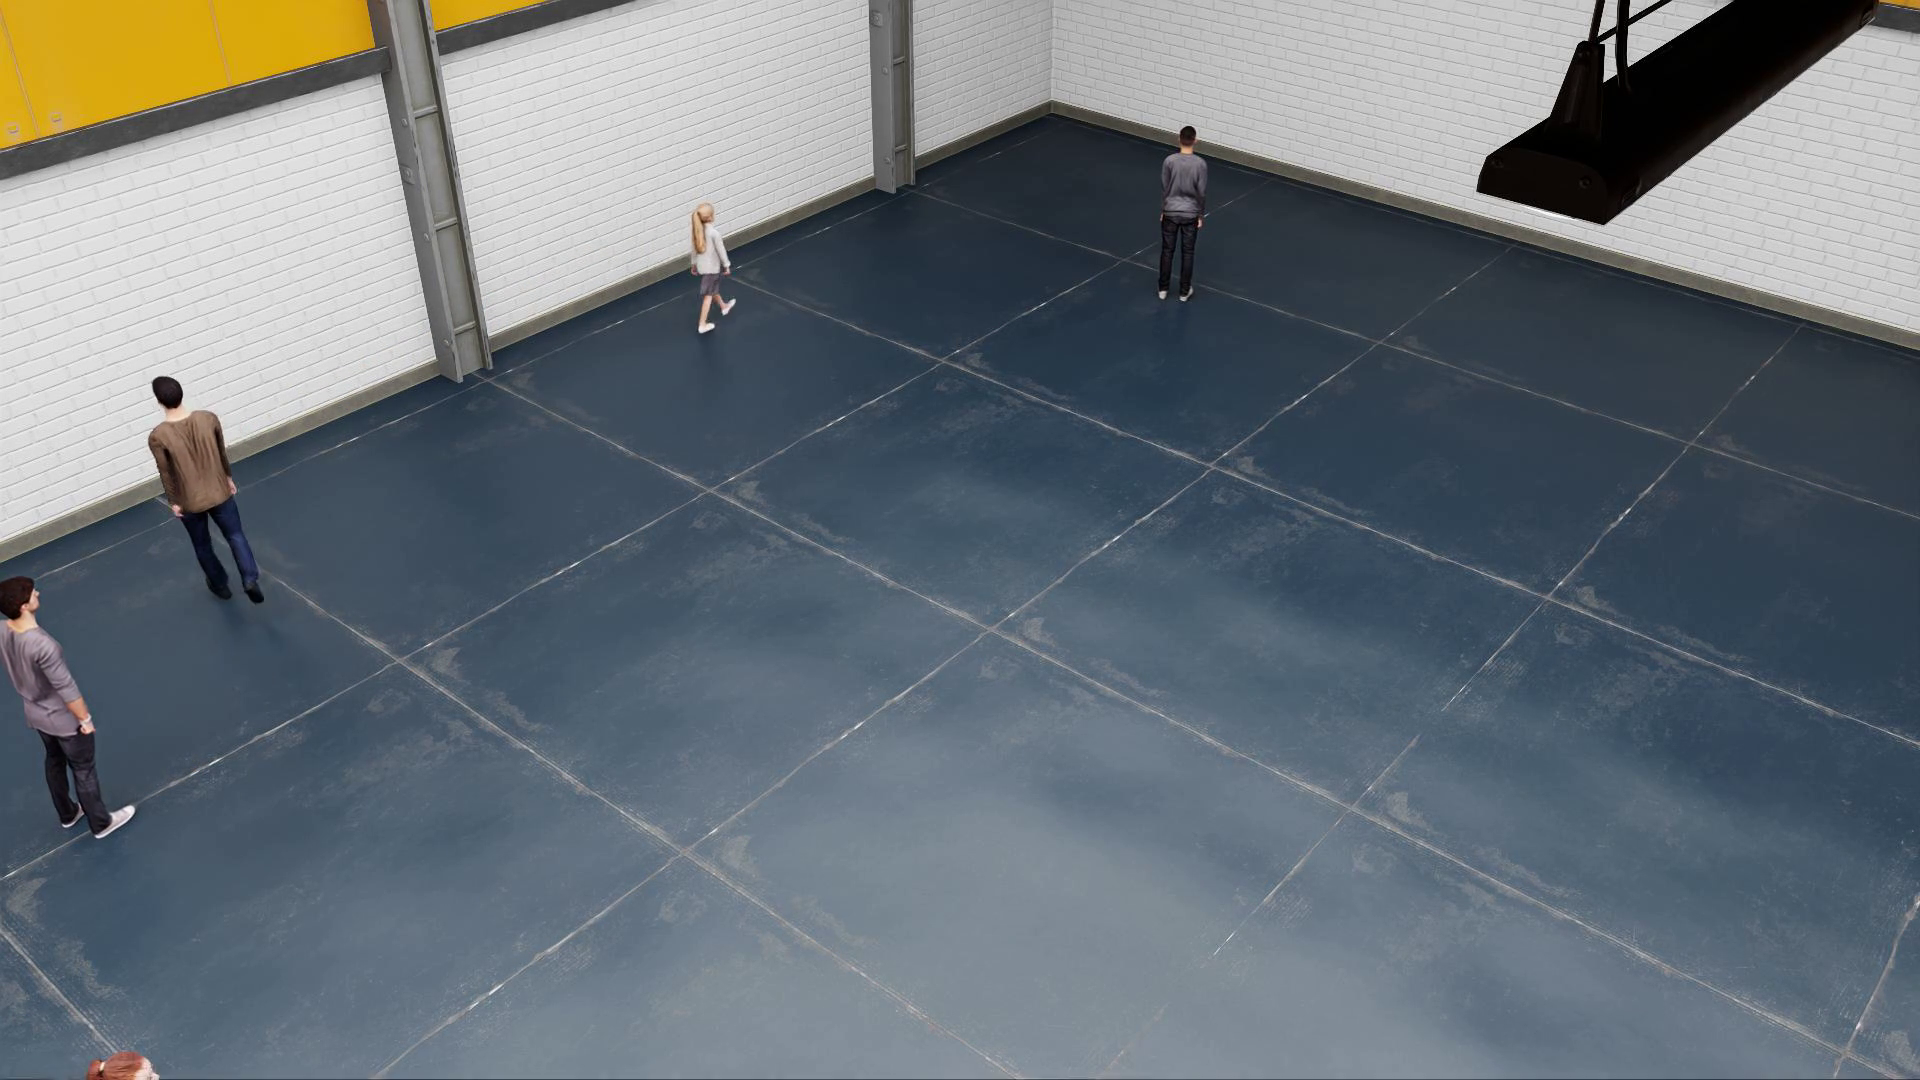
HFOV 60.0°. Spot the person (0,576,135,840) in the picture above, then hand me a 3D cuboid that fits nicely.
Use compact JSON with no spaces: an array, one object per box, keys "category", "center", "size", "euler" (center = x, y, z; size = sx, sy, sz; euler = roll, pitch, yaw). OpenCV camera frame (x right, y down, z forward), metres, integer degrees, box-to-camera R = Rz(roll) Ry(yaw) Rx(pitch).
[{"category":"person","center":[-5.438,1.009,9.966],"size":[0.721,1.850,0.624],"euler":[15,36,21]}]

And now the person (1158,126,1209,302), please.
[{"category":"person","center":[2.178,-3.221,16.411],"size":[0.691,1.761,0.694],"euler":[6,34,9]}]

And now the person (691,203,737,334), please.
[{"category":"person","center":[-2.442,-2.585,15.922],"size":[0.565,1.243,0.876],"euler":[21,39,28]}]

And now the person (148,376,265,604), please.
[{"category":"person","center":[-5.396,-0.307,11.928],"size":[0.940,1.870,0.791],"euler":[-27,42,-35]}]
